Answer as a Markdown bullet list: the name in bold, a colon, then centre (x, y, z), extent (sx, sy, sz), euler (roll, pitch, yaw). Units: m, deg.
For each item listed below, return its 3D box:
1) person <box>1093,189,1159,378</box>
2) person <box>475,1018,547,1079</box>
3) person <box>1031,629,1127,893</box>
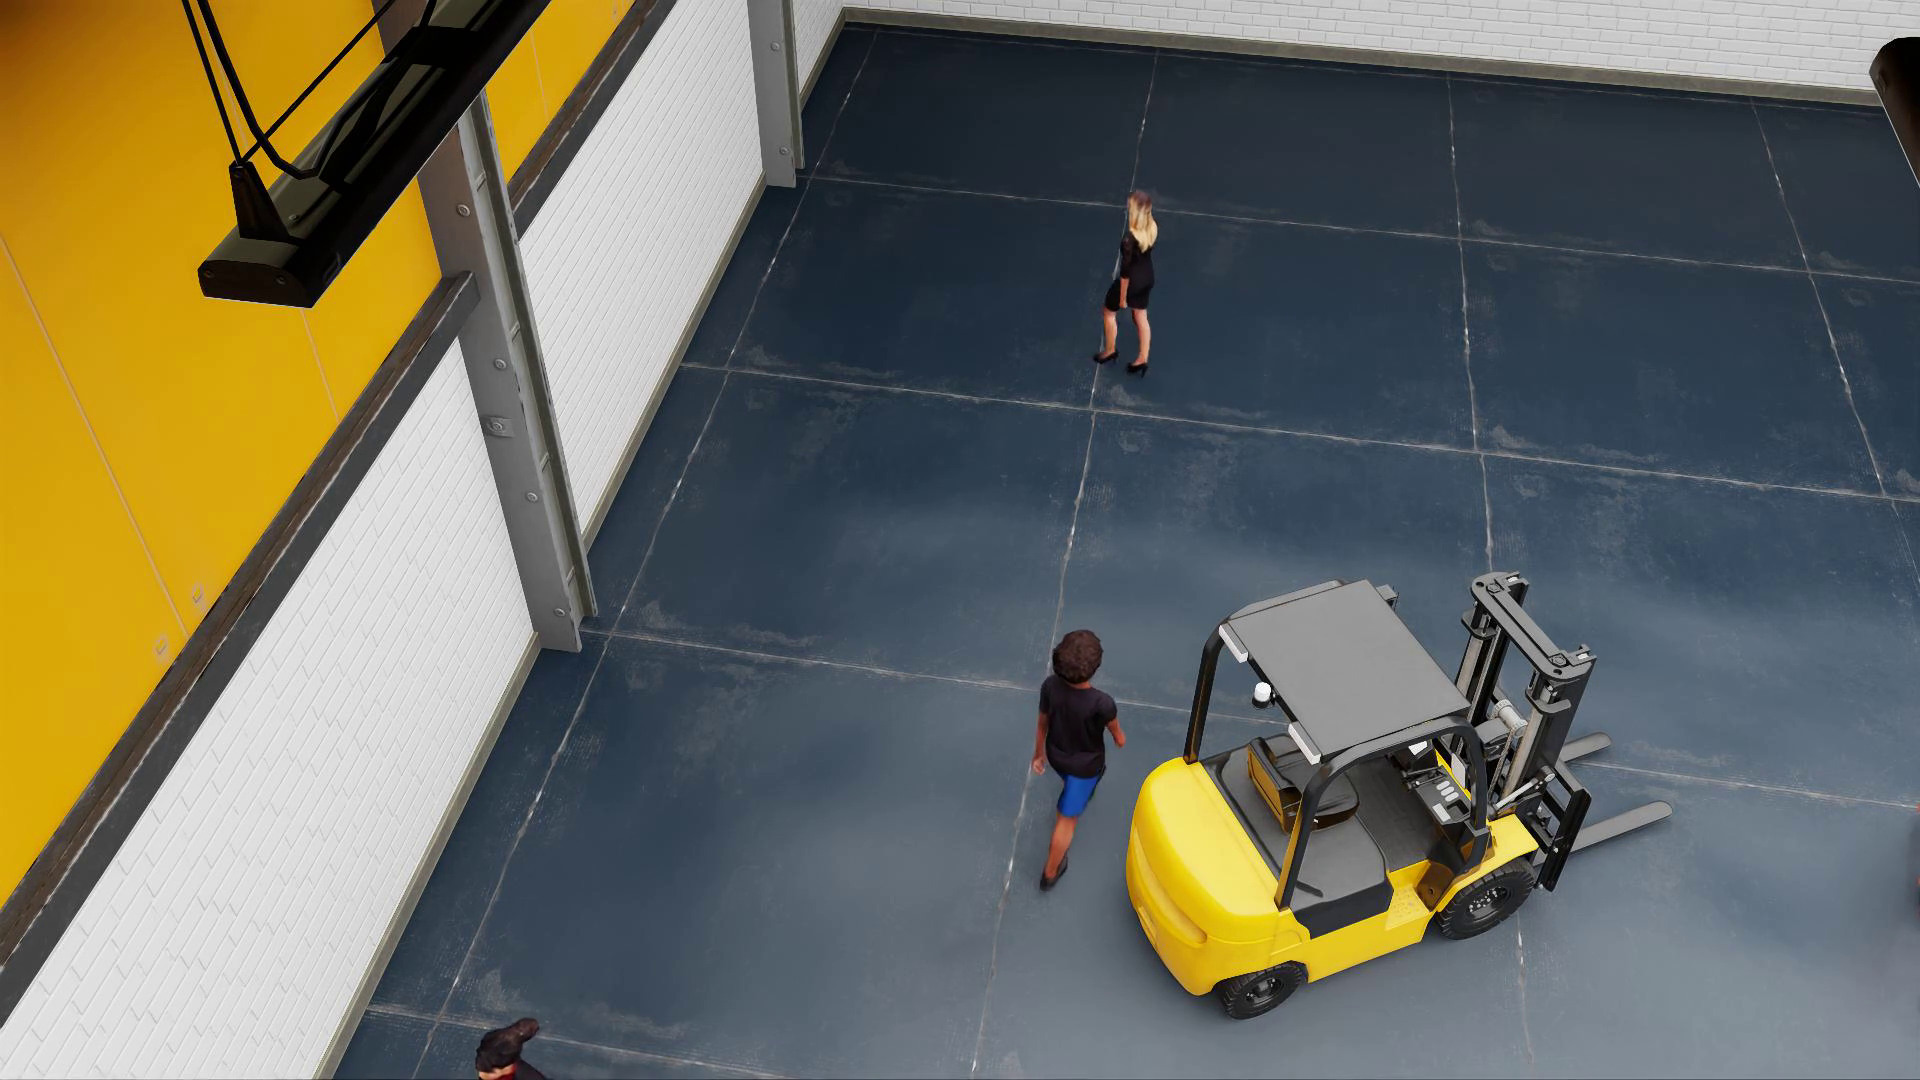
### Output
- **person**: centre (1.418, -1.945, 12.968), extent (0.805, 1.659, 0.761), euler (31, 52, 29)
- **person**: centre (-2.022, 2.803, 8.023), extent (0.854, 1.604, 1.089), euler (26, 49, 24)
- **person**: centre (0.616, 1.309, 9.498), extent (0.883, 1.734, 1.253), euler (22, 48, 22)
